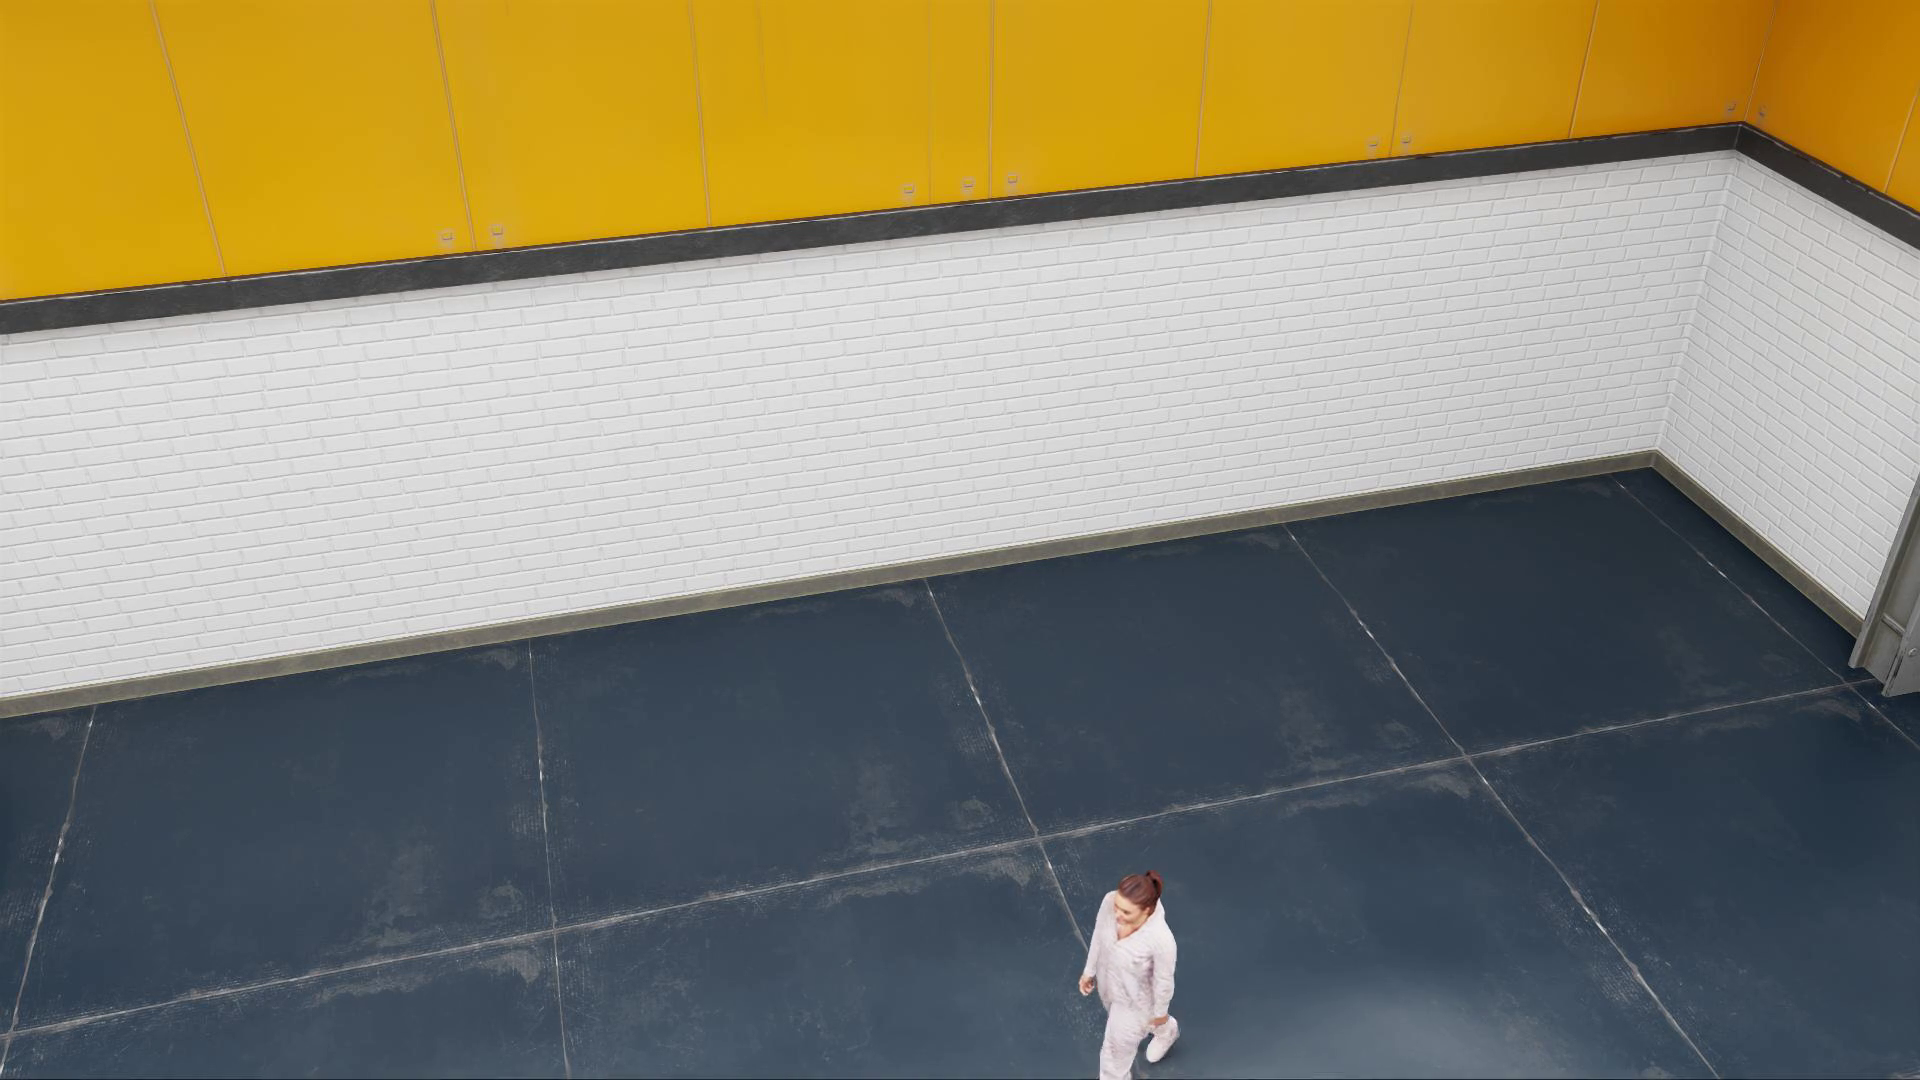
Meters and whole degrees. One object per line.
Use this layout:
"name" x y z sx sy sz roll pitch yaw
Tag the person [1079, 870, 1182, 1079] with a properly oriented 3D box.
"person" 0.924 2.242 8.442 0.926 1.658 1.087 -20 39 -27
